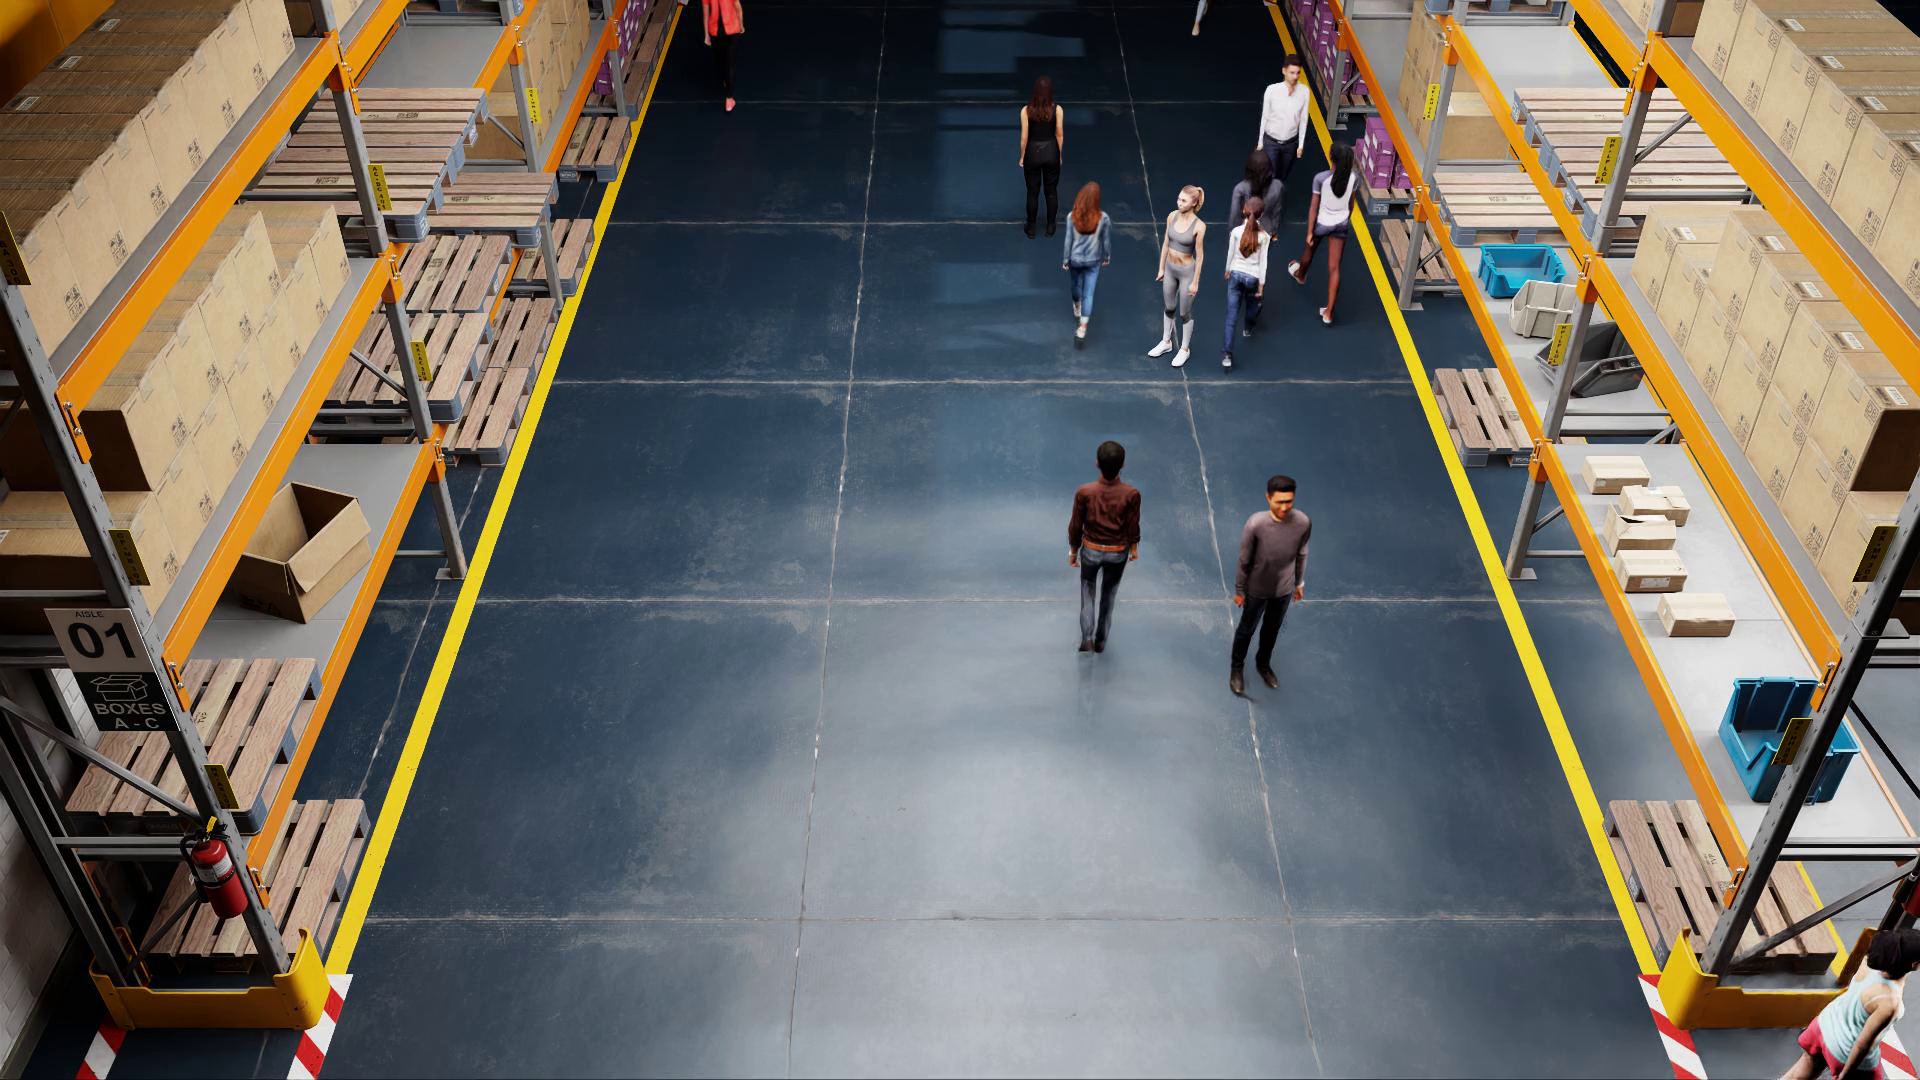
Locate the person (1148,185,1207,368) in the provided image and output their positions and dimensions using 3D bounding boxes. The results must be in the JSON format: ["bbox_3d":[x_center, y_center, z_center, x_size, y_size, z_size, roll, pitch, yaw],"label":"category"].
[{"bbox_3d":[1.956,-2.349,14.696,0.666,1.704,0.718,29,47,31],"label":"person"}]

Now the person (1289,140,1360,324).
[{"bbox_3d":[3.420,-2.803,15.286,0.770,1.677,1.219,-6,39,-8],"label":"person"}]

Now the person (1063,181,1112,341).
[{"bbox_3d":[1.139,-2.506,15.094,0.652,1.453,1.023,3,39,4],"label":"person"}]

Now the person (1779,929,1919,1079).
[{"bbox_3d":[4.442,2.569,8.500,0.675,1.750,0.875,3,39,3],"label":"person"}]

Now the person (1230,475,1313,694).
[{"bbox_3d":[2.107,0.295,11.335,0.567,1.767,0.675,0,39,0],"label":"person"}]

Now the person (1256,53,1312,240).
[{"bbox_3d":[3.202,-4.030,16.701,0.617,1.827,1.166,1,39,1],"label":"person"}]

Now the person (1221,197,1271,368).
[{"bbox_3d":[2.500,-2.257,14.736,0.749,1.510,1.136,10,40,13],"label":"person"}]

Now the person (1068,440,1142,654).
[{"bbox_3d":[0.996,0.145,11.523,0.704,1.765,0.769,5,39,6],"label":"person"}]

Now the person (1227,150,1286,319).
[{"bbox_3d":[2.724,-2.804,15.374,0.891,1.568,1.108,-12,40,-15],"label":"person"}]

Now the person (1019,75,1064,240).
[{"bbox_3d":[0.811,-3.801,16.526,0.589,1.688,0.554,-2,39,-2],"label":"person"}]

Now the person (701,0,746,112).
[{"bbox_3d":[-2.703,-5.722,18.966,0.653,1.647,1.099,3,39,4],"label":"person"}]
